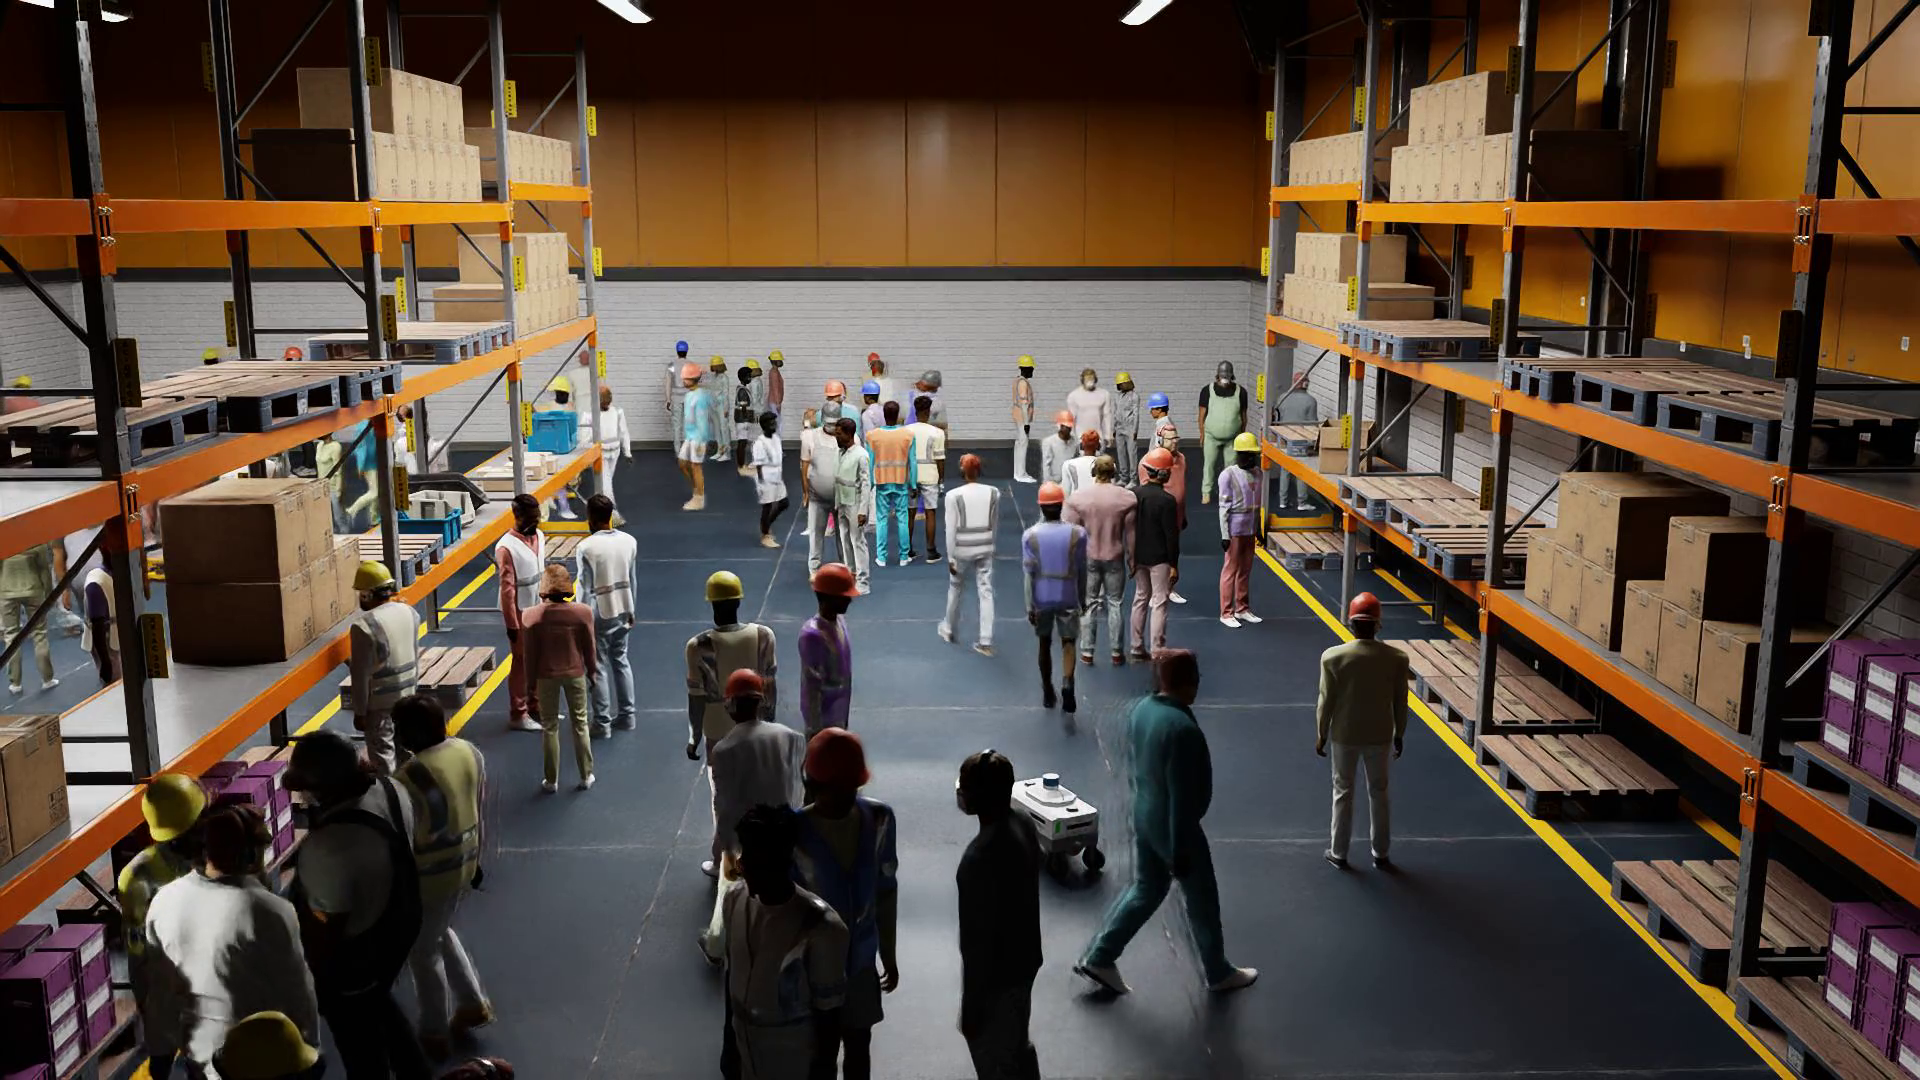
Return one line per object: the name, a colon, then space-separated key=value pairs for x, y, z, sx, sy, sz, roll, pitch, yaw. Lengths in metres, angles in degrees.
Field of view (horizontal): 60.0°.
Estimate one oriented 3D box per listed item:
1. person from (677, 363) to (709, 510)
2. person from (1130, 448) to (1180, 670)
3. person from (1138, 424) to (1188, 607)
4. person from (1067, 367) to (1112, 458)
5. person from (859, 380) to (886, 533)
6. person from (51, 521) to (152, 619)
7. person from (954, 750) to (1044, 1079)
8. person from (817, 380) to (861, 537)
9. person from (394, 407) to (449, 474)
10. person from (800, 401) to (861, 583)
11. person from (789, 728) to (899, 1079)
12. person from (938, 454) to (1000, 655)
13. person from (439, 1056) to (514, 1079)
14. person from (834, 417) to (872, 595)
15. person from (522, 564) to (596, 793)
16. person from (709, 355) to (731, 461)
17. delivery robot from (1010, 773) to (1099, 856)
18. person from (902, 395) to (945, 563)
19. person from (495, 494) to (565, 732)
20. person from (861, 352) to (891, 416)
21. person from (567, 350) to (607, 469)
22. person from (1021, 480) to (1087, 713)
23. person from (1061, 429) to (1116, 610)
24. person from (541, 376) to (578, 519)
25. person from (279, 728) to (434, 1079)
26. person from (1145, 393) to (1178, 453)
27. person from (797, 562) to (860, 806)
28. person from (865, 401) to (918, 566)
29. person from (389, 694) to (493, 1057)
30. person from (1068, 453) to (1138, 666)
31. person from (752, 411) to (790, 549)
person: x=-3.661 y=-1.401 z=22.705 sx=0.450 sy=2.025 sz=0.627 roll=-6 pitch=13 yaw=-29
person: x=1.756 y=0.163 z=14.930 sx=0.388 sy=1.992 sz=0.625 roll=-8 pitch=14 yaw=-33
person: x=2.136 y=-0.253 z=17.240 sx=0.641 sy=1.908 sz=0.407 roll=-10 pitch=15 yaw=-42
person: x=1.795 y=-1.480 z=23.346 sx=0.632 sy=1.923 sz=0.707 roll=-2 pitch=12 yaw=-11
person: x=-1.102 y=-1.061 z=21.185 sx=0.392 sy=1.946 sz=0.616 roll=4 pitch=12 yaw=21
person: x=-7.250 y=0.318 z=14.038 sx=0.706 sy=2.000 sz=0.992 roll=-3 pitch=12 yaw=-14
person: x=0.153 y=1.802 z=6.893 sx=0.370 sy=1.929 sz=0.626 roll=3 pitch=12 yaw=16
person: x=-1.533 y=-1.014 z=20.868 sx=0.619 sy=1.989 sz=0.395 roll=4 pitch=12 yaw=19
person: x=-5.989 y=-0.545 z=18.609 sx=0.646 sy=1.943 sz=0.565 roll=1 pitch=11 yaw=5
person: x=-1.408 y=-0.535 z=18.316 sx=0.674 sy=2.000 sz=0.535 roll=-2 pitch=11 yaw=-9
person: x=-0.511 y=1.748 z=6.909 sx=0.608 sy=2.032 sz=0.434 roll=-7 pitch=13 yaw=-31
person: x=0.076 y=0.107 z=15.595 sx=0.582 sy=1.841 sz=0.935 roll=-4 pitch=12 yaw=-21
person: x=-1.338 y=2.308 z=4.559 sx=0.720 sy=1.851 sz=0.899 roll=8 pitch=14 yaw=35
person: x=-1.149 y=-0.362 z=17.758 sx=0.369 sy=1.915 sz=0.597 roll=-7 pitch=13 yaw=-33
person: x=-2.825 y=0.975 z=11.766 sx=0.506 sy=1.631 sz=0.277 roll=-3 pitch=12 yaw=-17
person: x=-3.948 y=-2.163 z=27.254 sx=0.324 sy=1.737 sz=0.485 roll=-8 pitch=14 yaw=-35
delivery robot: x=0.573 y=1.720 z=10.510 sx=0.477 sy=0.478 sz=0.707 roll=-6 pitch=13 yaw=-27
person: x=-0.449 y=-0.715 z=19.438 sx=0.603 sy=1.957 sz=0.385 roll=4 pitch=12 yaw=21
person: x=-3.434 y=0.568 z=13.135 sx=0.414 sy=1.907 sz=0.593 roll=3 pitch=12 yaw=13
person: x=-1.406 y=-2.228 z=27.531 sx=0.571 sy=1.747 sz=0.342 roll=-8 pitch=14 yaw=-36
person: x=-5.893 y=-2.073 z=26.399 sx=0.668 sy=1.888 sz=0.517 roll=0 pitch=11 yaw=0
person: x=0.770 y=0.484 z=13.533 sx=0.559 sy=1.917 sz=0.704 roll=0 pitch=11 yaw=2
person: x=1.313 y=-0.204 z=17.076 sx=0.570 sy=1.880 sz=0.355 roll=0 pitch=11 yaw=-1
person: x=-5.375 y=-1.246 z=22.226 sx=0.641 sy=1.911 sz=0.598 roll=7 pitch=13 yaw=30
person: x=-2.593 y=1.700 z=7.110 sx=0.539 sy=2.000 sz=0.729 roll=1 pitch=11 yaw=6
person: x=2.406 y=-0.798 z=19.915 sx=0.420 sy=1.933 sz=0.618 roll=3 pitch=12 yaw=14
person: x=-0.805 y=1.086 z=10.452 sx=0.378 sy=1.932 sz=0.551 roll=3 pitch=12 yaw=14
person: x=-0.788 y=-0.649 z=19.190 sx=0.596 sy=1.918 sz=0.380 roll=-1 pitch=11 yaw=-3
person: x=-2.583 y=1.622 z=8.034 sx=0.505 sy=1.824 sz=0.643 roll=3 pitch=12 yaw=15
person: x=1.283 y=0.183 z=14.975 sx=0.635 sy=1.936 sz=0.355 roll=1 pitch=11 yaw=4
person: x=-2.298 y=-0.726 z=20.157 sx=0.374 sy=1.681 sz=0.554 roll=6 pitch=13 yaw=26
